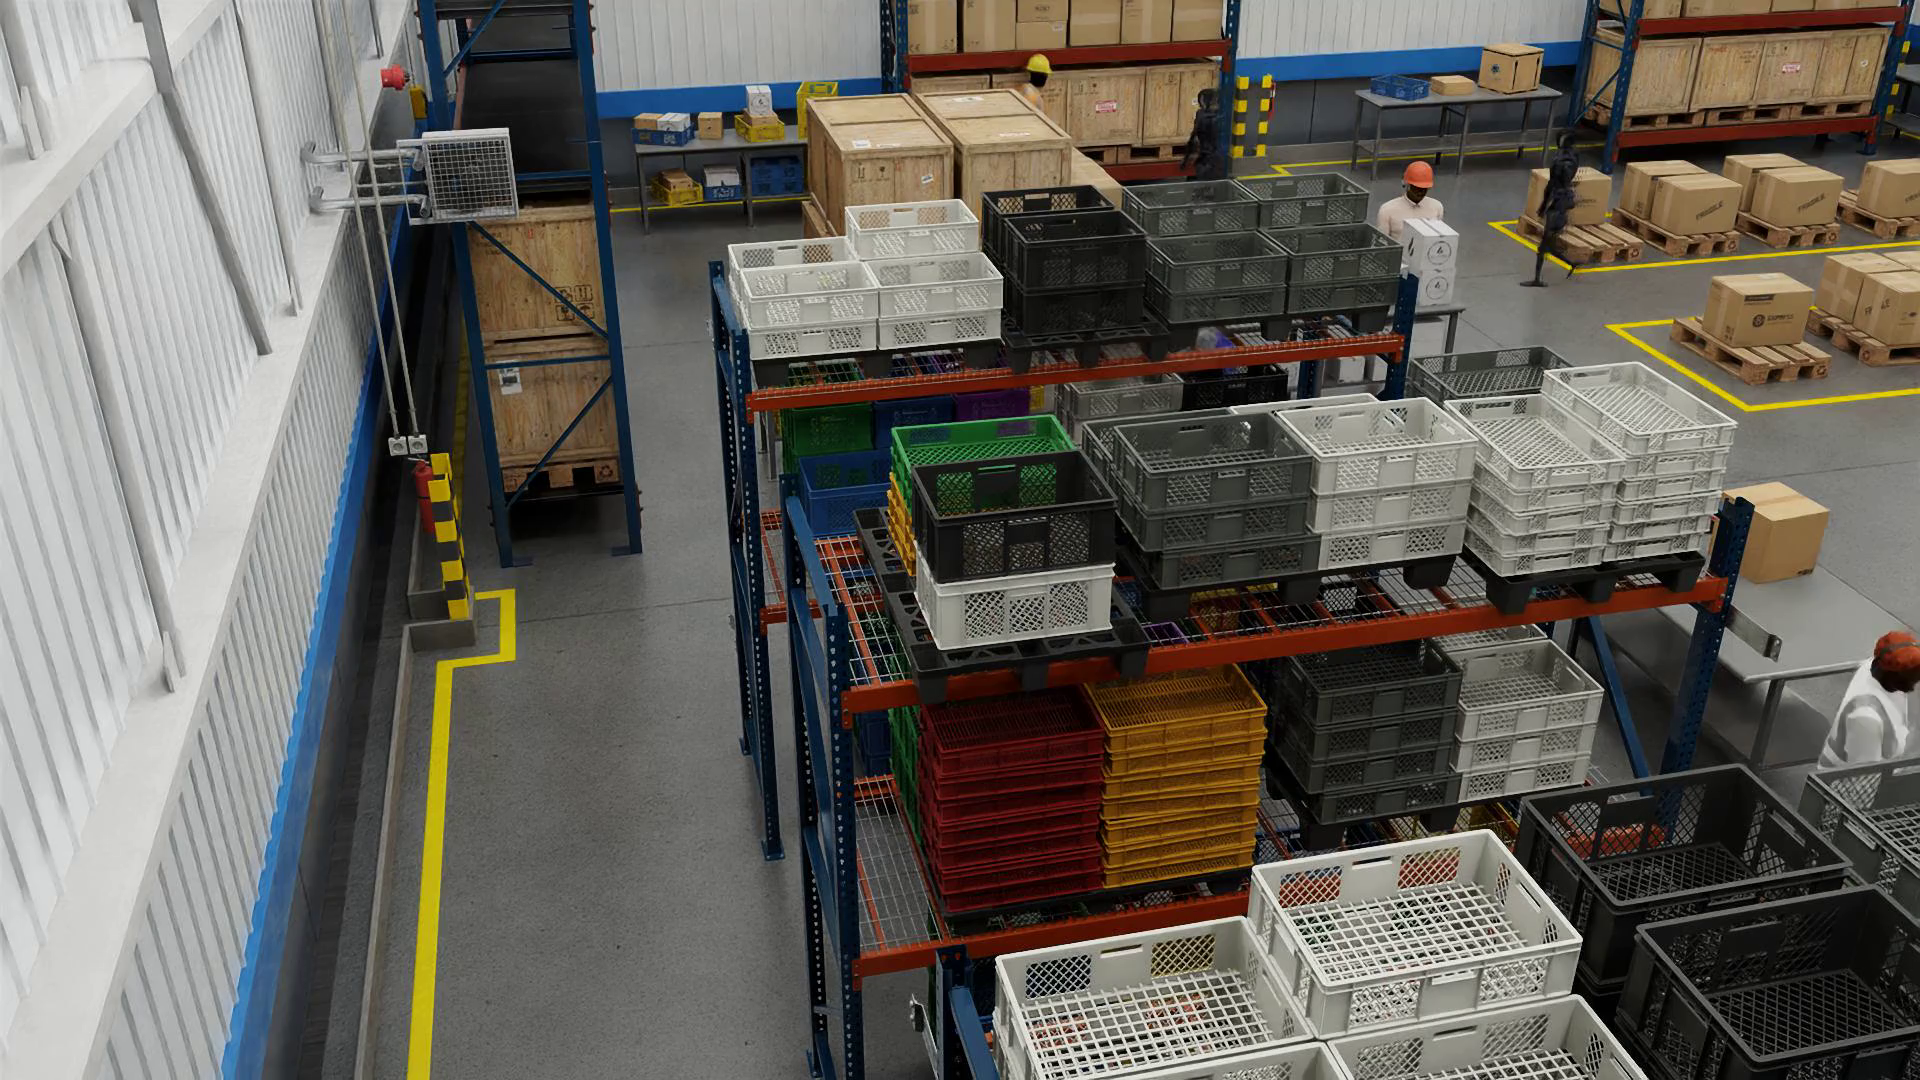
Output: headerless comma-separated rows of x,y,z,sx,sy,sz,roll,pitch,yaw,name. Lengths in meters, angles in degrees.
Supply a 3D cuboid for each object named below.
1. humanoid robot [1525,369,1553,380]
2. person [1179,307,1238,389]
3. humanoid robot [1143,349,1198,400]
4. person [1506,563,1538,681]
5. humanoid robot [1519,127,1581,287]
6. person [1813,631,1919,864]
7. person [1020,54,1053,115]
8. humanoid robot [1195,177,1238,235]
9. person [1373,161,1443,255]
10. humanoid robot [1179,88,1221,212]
3.838,-0.376,11.263,0.490,1.631,0.601,2,28,3,humanoid robot
1.709,-1.200,12.424,0.953,2.000,0.713,15,31,26,person
1.543,-0.837,12.182,0.760,1.614,0.617,-22,35,-35,humanoid robot
3.453,0.098,10.253,0.322,1.766,0.530,4,28,7,person
6.138,-3.401,16.995,0.551,1.641,0.617,4,28,8,humanoid robot
4.296,1.200,8.073,0.397,1.858,0.711,16,32,27,person
0.815,-4.560,18.952,0.462,1.938,0.597,1,28,2,person
2.337,-2.539,15.385,0.727,1.620,0.607,-16,32,-28,humanoid robot
3.936,-2.373,14.713,0.614,1.986,0.405,-5,28,-9,person
2.758,-4.261,18.675,0.758,1.629,0.603,-6,28,-11,humanoid robot
